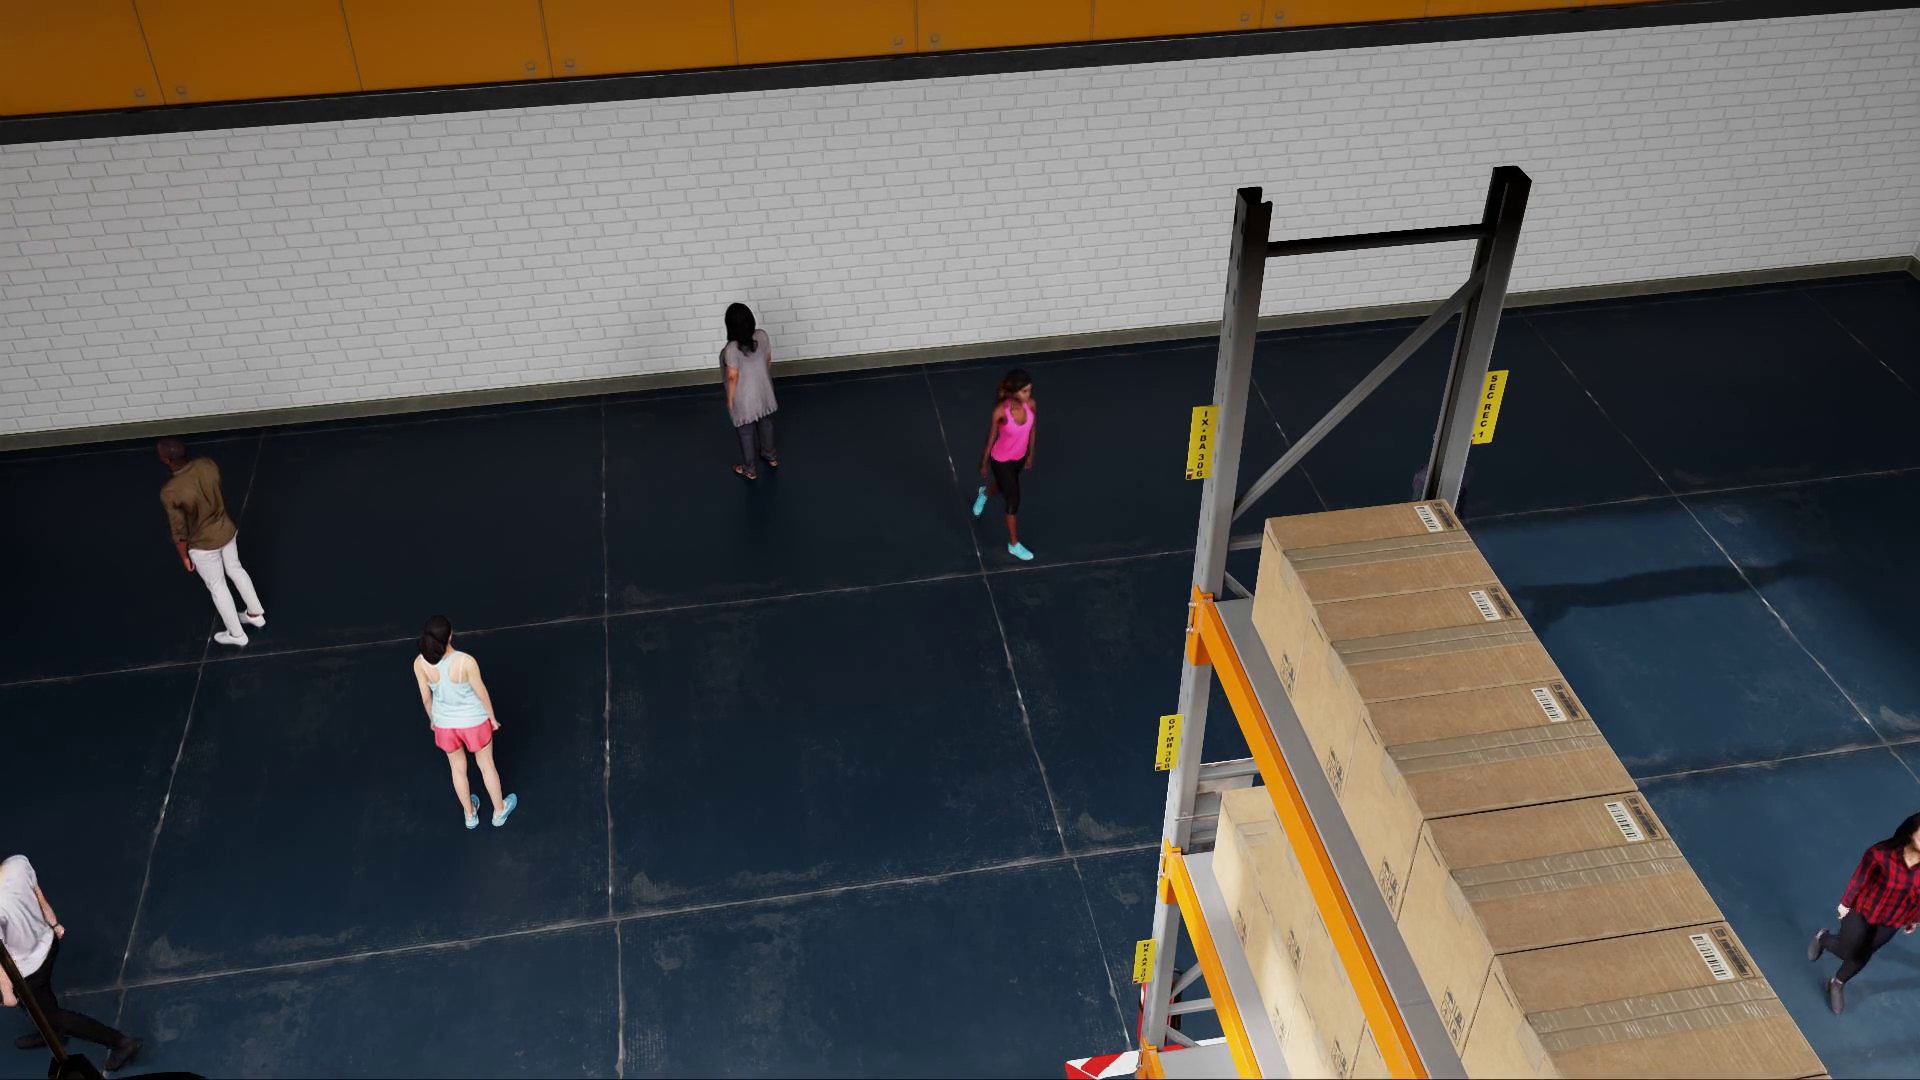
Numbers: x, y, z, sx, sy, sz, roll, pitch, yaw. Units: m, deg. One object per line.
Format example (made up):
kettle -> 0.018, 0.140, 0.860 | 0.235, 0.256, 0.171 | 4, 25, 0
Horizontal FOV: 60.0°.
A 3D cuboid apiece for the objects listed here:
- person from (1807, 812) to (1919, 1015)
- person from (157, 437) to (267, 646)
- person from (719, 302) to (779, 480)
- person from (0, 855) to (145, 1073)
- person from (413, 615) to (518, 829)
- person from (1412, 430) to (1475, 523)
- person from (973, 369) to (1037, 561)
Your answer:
person -> 5.350, 2.100, 9.751 | 0.693, 1.646, 0.792 | 4, 39, 5
person -> -5.520, -0.010, 12.256 | 0.851, 1.817, 0.723 | 14, 41, 17
person -> -1.776, -1.268, 13.998 | 0.820, 1.609, 0.769 | 30, 47, 32
person -> -5.129, 2.344, 9.289 | 0.834, 1.843, 1.038 | -2, 39, -3
person -> -3.240, 1.177, 10.813 | 0.628, 1.764, 0.595 | 0, 39, -1
person -> 3.544, -0.066, 12.346 | 0.857, 1.794, 1.193 | -14, 41, -17
person -> 0.333, -0.684, 13.208 | 0.886, 1.683, 1.161 | -20, 43, -23
